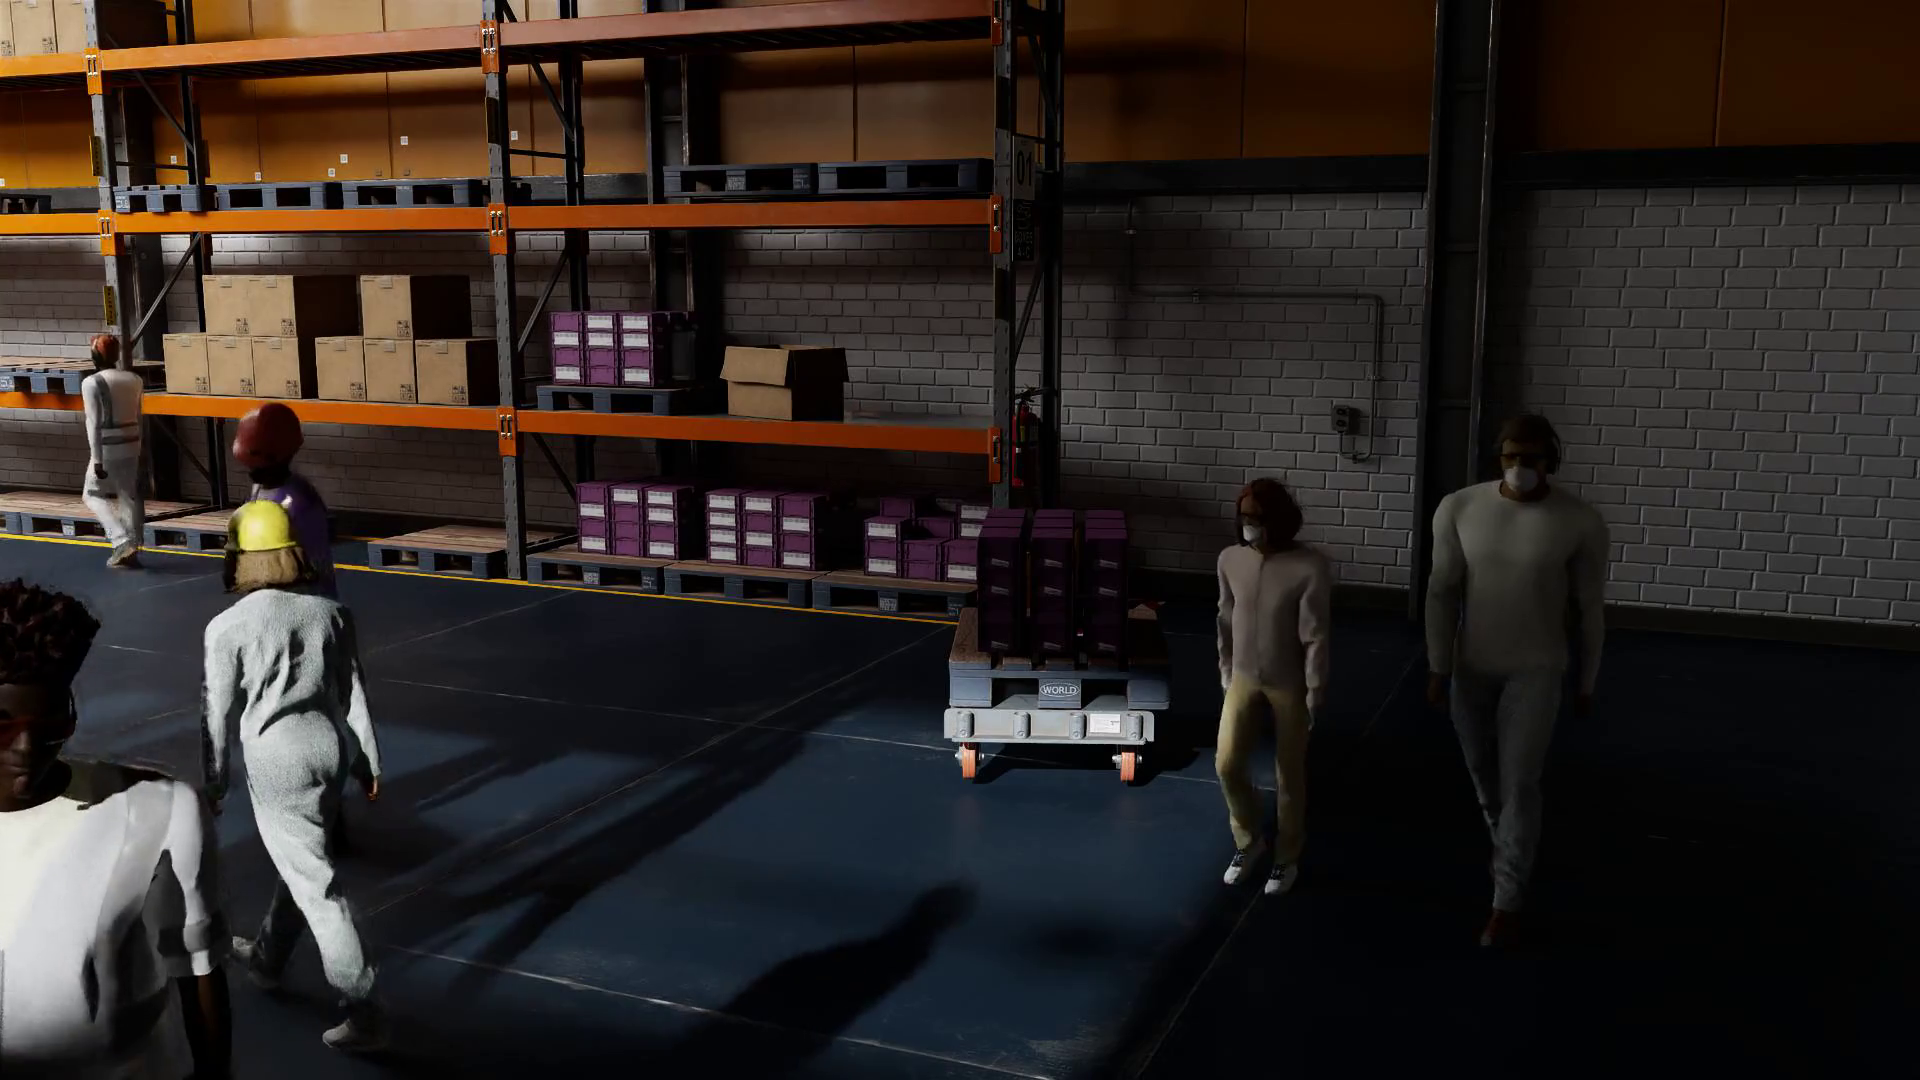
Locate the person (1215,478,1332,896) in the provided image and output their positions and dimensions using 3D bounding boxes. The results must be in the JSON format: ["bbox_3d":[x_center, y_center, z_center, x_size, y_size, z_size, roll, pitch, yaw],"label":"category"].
[{"bbox_3d":[1.187,0.569,6.344,0.520,1.614,0.407,6,11,33],"label":"person"}]

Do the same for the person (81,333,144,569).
[{"bbox_3d":[-6.675,-0.689,13.104,0.417,1.866,0.587,4,10,22],"label":"person"}]

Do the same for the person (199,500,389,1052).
[{"bbox_3d":[-2.107,0.720,5.213,0.931,1.686,0.494,6,11,30],"label":"person"}]

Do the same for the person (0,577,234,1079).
[{"bbox_3d":[-1.556,1.019,2.733,0.631,1.907,1.008,-2,10,-10],"label":"person"}]

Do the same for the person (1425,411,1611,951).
[{"bbox_3d":[2.062,0.454,6.179,0.617,1.904,0.955,6,11,31],"label":"person"}]

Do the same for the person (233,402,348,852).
[{"bbox_3d":[-2.735,0.362,6.785,0.430,1.883,0.751,-6,11,-34],"label":"person"}]
